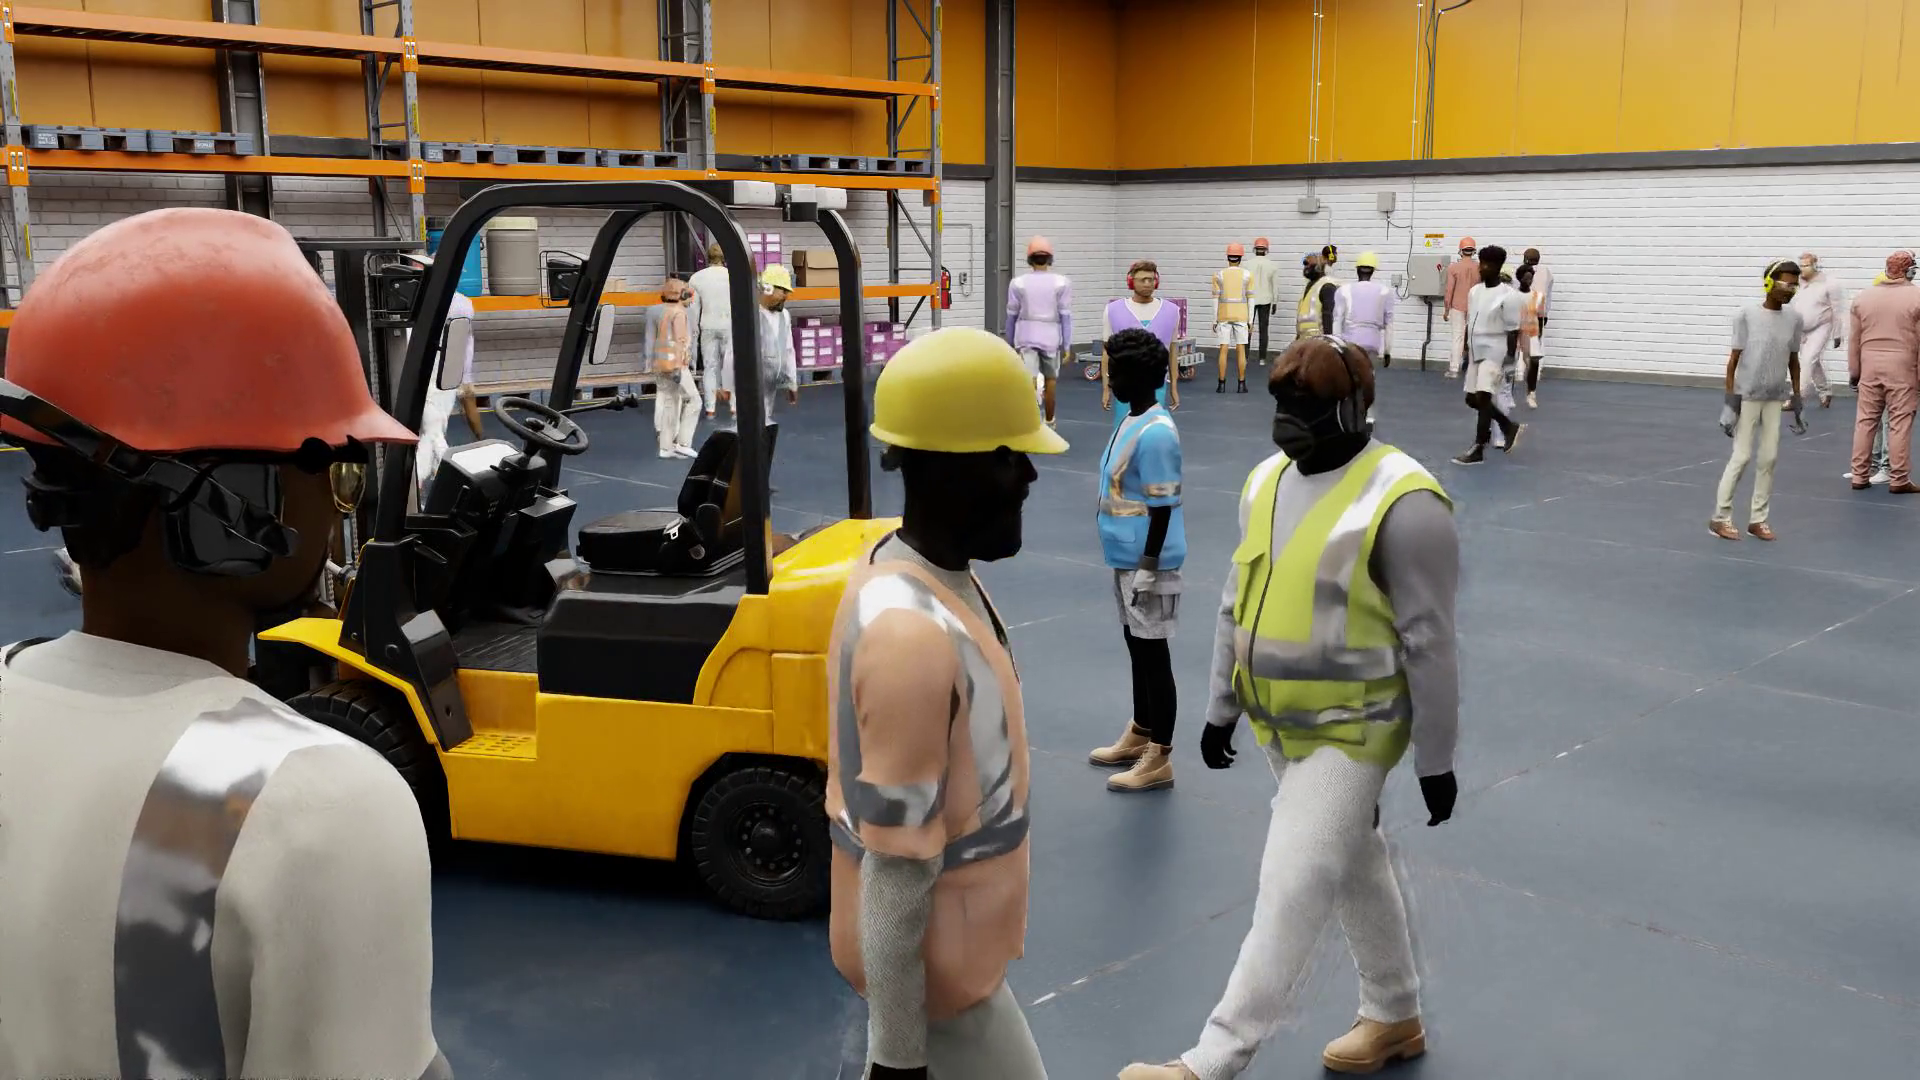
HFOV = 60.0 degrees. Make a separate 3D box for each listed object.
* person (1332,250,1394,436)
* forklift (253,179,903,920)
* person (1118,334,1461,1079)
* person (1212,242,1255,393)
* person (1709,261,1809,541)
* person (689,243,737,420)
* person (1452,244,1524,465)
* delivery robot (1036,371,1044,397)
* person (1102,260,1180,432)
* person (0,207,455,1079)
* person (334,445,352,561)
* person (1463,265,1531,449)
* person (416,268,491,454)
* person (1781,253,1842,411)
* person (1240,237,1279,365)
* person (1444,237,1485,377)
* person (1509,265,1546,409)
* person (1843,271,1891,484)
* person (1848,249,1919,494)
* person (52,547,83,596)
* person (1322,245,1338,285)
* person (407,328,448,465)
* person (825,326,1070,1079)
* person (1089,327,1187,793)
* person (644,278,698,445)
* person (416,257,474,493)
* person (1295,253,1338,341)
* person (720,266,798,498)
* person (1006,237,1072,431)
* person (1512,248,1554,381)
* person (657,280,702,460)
[{"bbox_3d":[4.022,-1.943,16.605,0.600,1.882,0.948,2,11,9],"label":"person"},{"bbox_3d":[-1.114,-0.058,5.440,2.313,2.155,1.214,2,11,13],"label":"forklift"},{"bbox_3d":[0.760,0.437,3.821,0.960,1.793,0.655,-5,11,-23],"label":"person"},{"bbox_3d":[3.504,-2.846,21.347,0.545,1.938,0.362,2,11,12],"label":"person"},{"bbox_3d":[5.343,-0.910,11.056,0.558,1.851,0.380,-1,10,-8],"label":"person"},{"bbox_3d":[-2.657,-2.289,18.312,0.629,1.936,0.371,0,10,-1],"label":"person"},{"bbox_3d":[4.729,-1.639,14.734,0.735,1.950,0.612,-3,11,-18],"label":"person"},{"bbox_3d":[0.655,-1.851,19.436,0.707,0.478,0.477,0,10,-1],"label":"delivery robot"},{"bbox_3d":[1.320,-1.120,12.190,0.575,1.841,0.375,-1,10,-4],"label":"person"},{"bbox_3d":[-0.622,0.746,1.469,0.615,2.040,0.391,6,12,30],"label":"person"},{"bbox_3d":[-3.484,-0.467,9.203,0.264,1.632,0.507,-6,12,-28],"label":"person"},{"bbox_3d":[5.128,-1.747,15.906,0.636,1.731,0.472,5,12,27],"label":"person"},{"bbox_3d":[-4.576,-1.626,14.841,0.995,1.889,0.546,-9,13,-39],"label":"person"},{"bbox_3d":[9.932,-2.424,19.371,1.045,1.832,0.649,-6,12,-28],"label":"person"},{"bbox_3d":[4.656,-3.721,25.985,0.618,1.990,0.405,2,10,8],"label":"person"},{"bbox_3d":[7.197,-3.309,23.713,0.608,1.995,0.377,-1,10,-4],"label":"person"},{"bbox_3d":[6.518,-2.343,19.292,0.539,1.678,0.607,1,10,6],"label":"person"},{"bbox_3d":[7.540,-1.327,13.616,0.311,1.736,0.483,0,10,0],"label":"person"},{"bbox_3d":[7.350,-1.323,13.121,0.402,1.911,0.639,-7,13,-35],"label":"person"},{"bbox_3d":[-4.868,-0.582,9.323,0.523,1.824,0.742,3,11,14],"label":"person"},{"bbox_3d":[5.607,-3.545,25.333,0.328,1.876,0.514,-2,11,-12],"label":"person"},{"bbox_3d":[-4.211,-1.122,12.889,0.874,1.589,0.544,8,13,37],"label":"person"},{"bbox_3d":[-0.098,0.608,2.629,0.892,1.894,0.594,0,10,-1],"label":"person"},{"bbox_3d":[0.659,0.072,6.098,0.320,1.692,0.531,-1,10,-5],"label":"person"},{"bbox_3d":[-2.794,-1.725,16.130,0.507,1.600,0.443,0,10,1],"label":"person"},{"bbox_3d":[-4.158,-1.282,12.990,0.640,1.891,0.842,4,11,20],"label":"person"},{"bbox_3d":[3.851,-2.204,18.154,0.469,1.824,0.649,-2,11,-10],"label":"person"},{"bbox_3d":[-1.532,-1.206,12.801,0.668,1.785,0.611,6,12,31],"label":"person"},{"bbox_3d":[0.764,-1.931,16.206,0.625,1.991,0.994,0,10,1],"label":"person"},{"bbox_3d":[7.905,-3.127,23.137,0.621,1.845,0.429,-2,11,-13],"label":"person"},{"bbox_3d":[-2.524,-1.525,15.006,0.495,1.608,0.583,-4,11,-21],"label":"person"}]
